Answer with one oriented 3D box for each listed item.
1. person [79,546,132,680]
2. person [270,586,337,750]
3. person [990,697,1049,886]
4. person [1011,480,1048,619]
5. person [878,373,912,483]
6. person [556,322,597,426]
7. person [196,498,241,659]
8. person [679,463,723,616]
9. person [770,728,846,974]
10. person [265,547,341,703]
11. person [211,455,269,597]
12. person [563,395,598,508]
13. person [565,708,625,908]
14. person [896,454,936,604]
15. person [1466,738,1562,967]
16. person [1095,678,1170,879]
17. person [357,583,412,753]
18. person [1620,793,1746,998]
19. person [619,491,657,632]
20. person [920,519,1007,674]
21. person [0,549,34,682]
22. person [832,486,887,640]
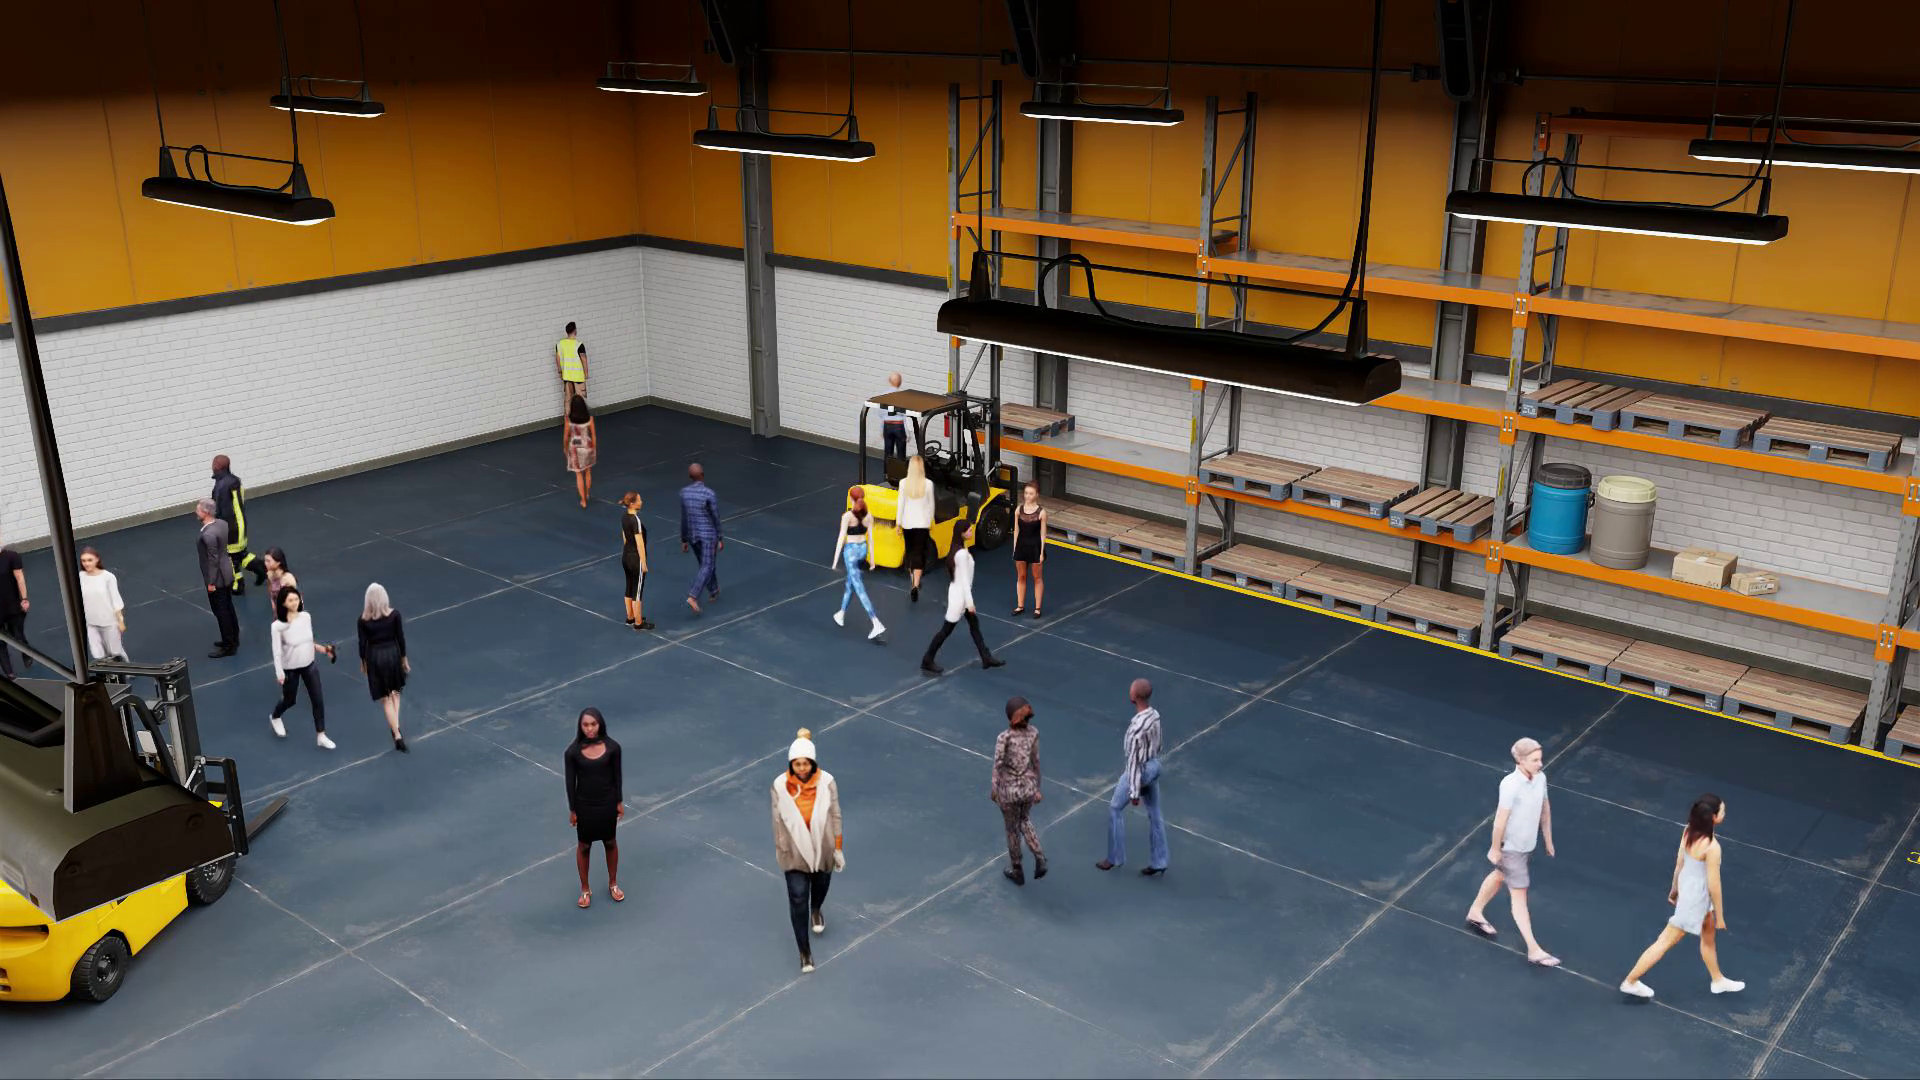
[{"bbox_3d":[-9.136,0.847,17.719,0.886,1.674,0.973,-4,19,-10],"label":"person"},{"bbox_3d":[-6.631,1.252,16.513,1.092,1.675,0.714,12,22,31],"label":"person"},{"bbox_3d":[0.520,2.135,13.844,0.693,1.705,0.813,-11,21,-29],"label":"person"},{"bbox_3d":[0.841,0.109,19.919,0.588,1.668,0.701,8,20,22],"label":"person"},{"bbox_3d":[-0.971,-1.617,24.854,0.616,1.789,0.774,6,20,19],"label":"person"},{"bbox_3d":[-6.560,-2.796,28.267,0.802,1.845,0.891,4,19,11],"label":"person"},{"bbox_3d":[-8.397,0.396,18.795,0.864,1.842,0.771,-4,19,-12],"label":"person"},{"bbox_3d":[-3.148,-0.004,20.072,1.178,1.784,1.015,8,20,23],"label":"person"},{"bbox_3d":[-1.179,2.338,13.018,1.106,1.849,1.256,-4,19,-13],"label":"person"},{"bbox_3d":[-6.990,0.863,17.561,1.021,1.743,0.769,12,22,32],"label":"person"},{"bbox_3d":[-8.945,-0.187,20.573,1.072,1.811,1.014,-2,19,-6],"label":"person"},{"bbox_3d":[-5.478,-1.268,24.085,0.874,1.618,1.018,-8,20,-23],"label":"person"},{"bbox_3d":[-2.991,2.183,13.680,0.682,1.720,0.687,-6,20,-17],"label":"person"},{"bbox_3d":[-0.532,-0.100,20.289,1.091,1.827,1.016,3,19,9],"label":"person"},{"bbox_3d":[4.279,2.365,13.037,0.837,1.784,1.204,-14,23,-36],"label":"person"},{"bbox_3d":[1.632,2.045,14.023,0.911,1.762,0.759,10,21,27],"label":"person"},{"bbox_3d":[-5.631,1.280,16.340,0.758,1.732,0.867,-9,21,-26],"label":"person"},{"bbox_3d":[5.312,2.684,12.262,1.200,1.674,1.111,-1,19,-3],"label":"person"},{"bbox_3d":[-3.835,0.225,19.573,0.695,1.668,0.532,-12,22,-31],"label":"person"},{"bbox_3d":[-0.098,0.660,18.143,1.227,1.757,1.147,-1,19,-3],"label":"person"},{"bbox_3d":[-10.342,0.668,17.974,0.949,1.850,1.049,-5,19,-14],"label":"person"},{"bbox_3d":[-1.149,0.289,19.269,0.908,1.741,1.291,-14,23,-36],"label":"person"}]
